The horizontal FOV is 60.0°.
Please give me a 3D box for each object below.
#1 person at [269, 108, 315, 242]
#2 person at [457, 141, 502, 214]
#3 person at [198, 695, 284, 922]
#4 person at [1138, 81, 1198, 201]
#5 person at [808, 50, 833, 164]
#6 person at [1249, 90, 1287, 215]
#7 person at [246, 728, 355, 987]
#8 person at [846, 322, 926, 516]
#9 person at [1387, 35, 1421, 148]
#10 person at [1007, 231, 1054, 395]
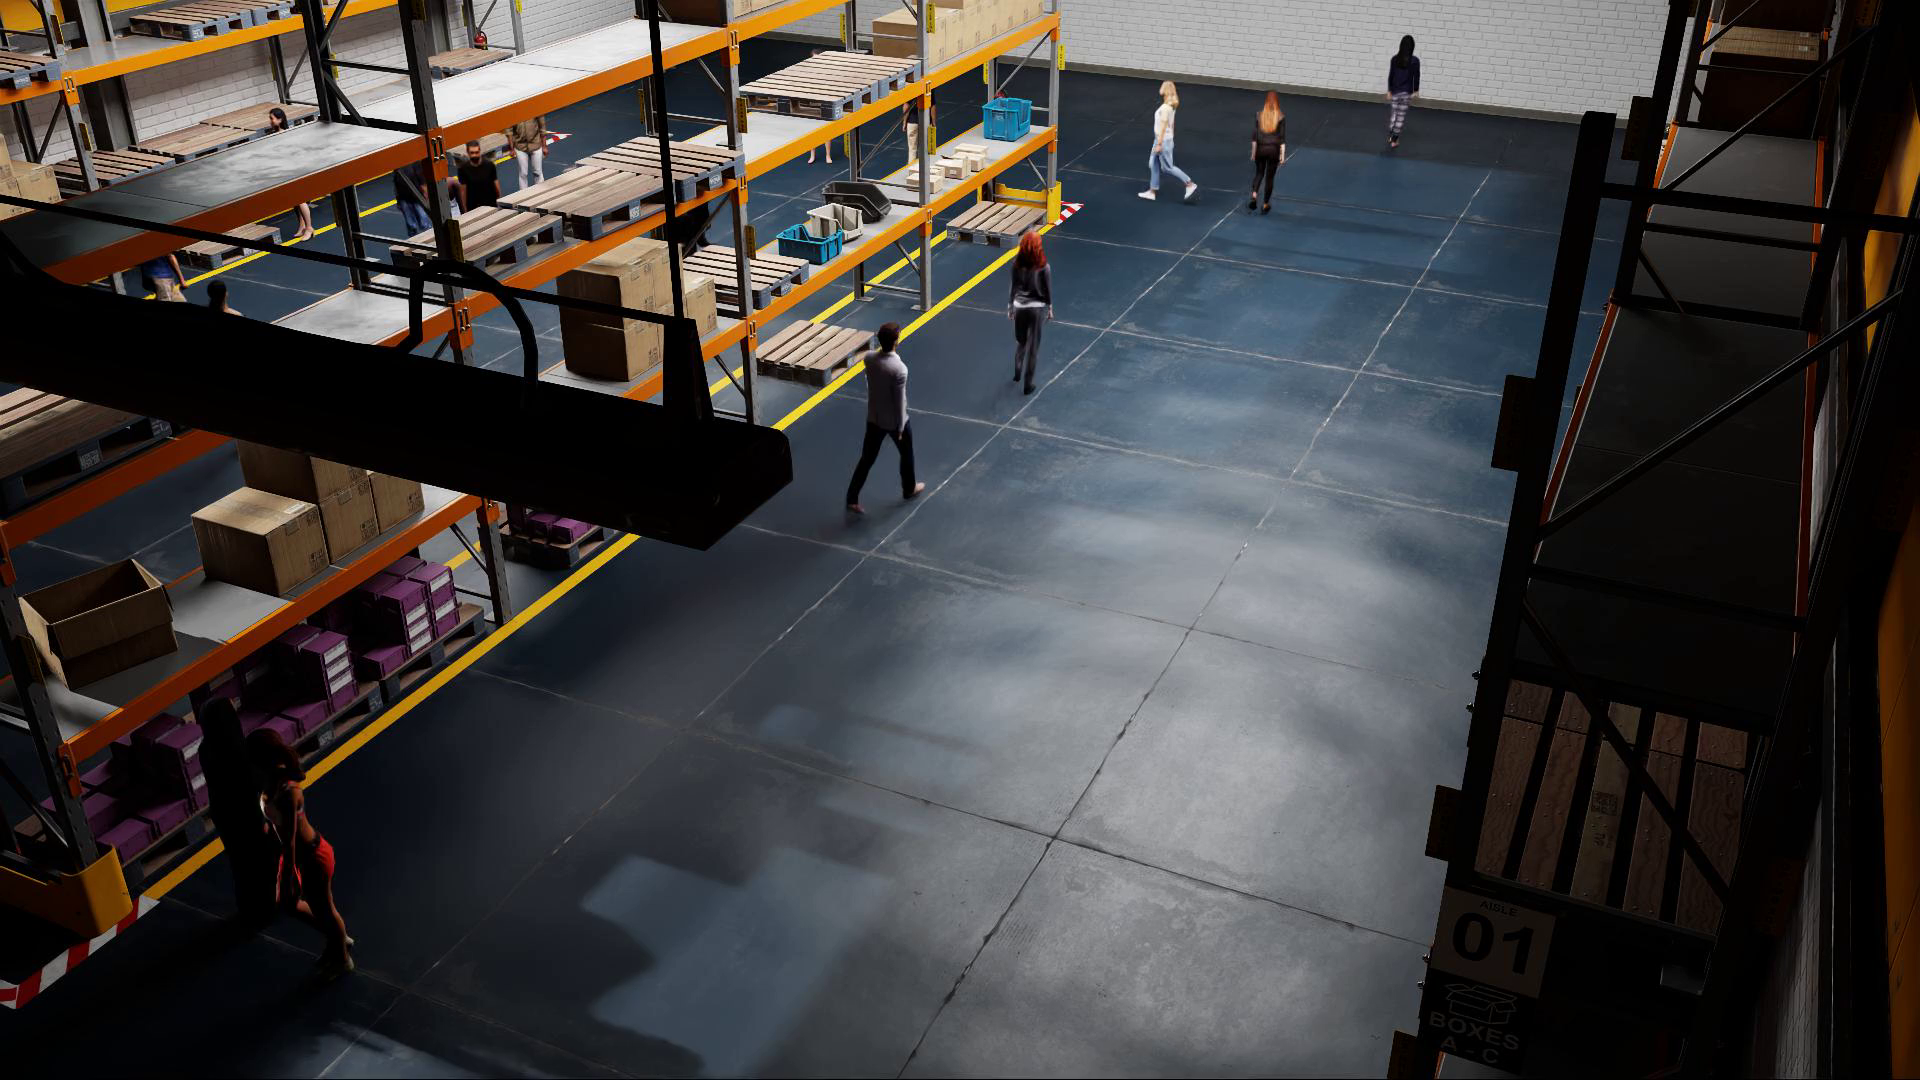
[{"bbox_3d":[-8.926,-4.873,22.159,0.775,1.769,0.764,-22,36,-35],"label":"person"},{"bbox_3d":[-6.035,-4.201,20.962,0.876,1.735,0.942,-13,31,-23],"label":"person"},{"bbox_3d":[-4.502,1.699,10.280,0.682,1.607,0.772,19,34,30],"label":"person"},{"bbox_3d":[2.987,-5.618,23.596,0.811,1.700,1.039,7,29,13],"label":"person"},{"bbox_3d":[-2.156,-6.645,25.472,0.671,1.706,0.668,0,29,0],"label":"person"},{"bbox_3d":[4.247,-5.361,23.126,0.624,1.699,0.685,15,32,25],"label":"person"},{"bbox_3d":[-3.787,1.848,9.833,0.745,1.773,0.719,-22,36,-35],"label":"person"},{"bbox_3d":[-0.741,-1.071,15.142,0.800,1.814,1.263,18,33,29],"label":"person"},{"bbox_3d":[6.953,-7.055,26.206,0.638,1.723,0.694,15,32,26],"label":"person"},{"bbox_3d":[0.705,-2.369,17.574,0.618,1.764,0.611,10,30,18],"label":"person"}]
